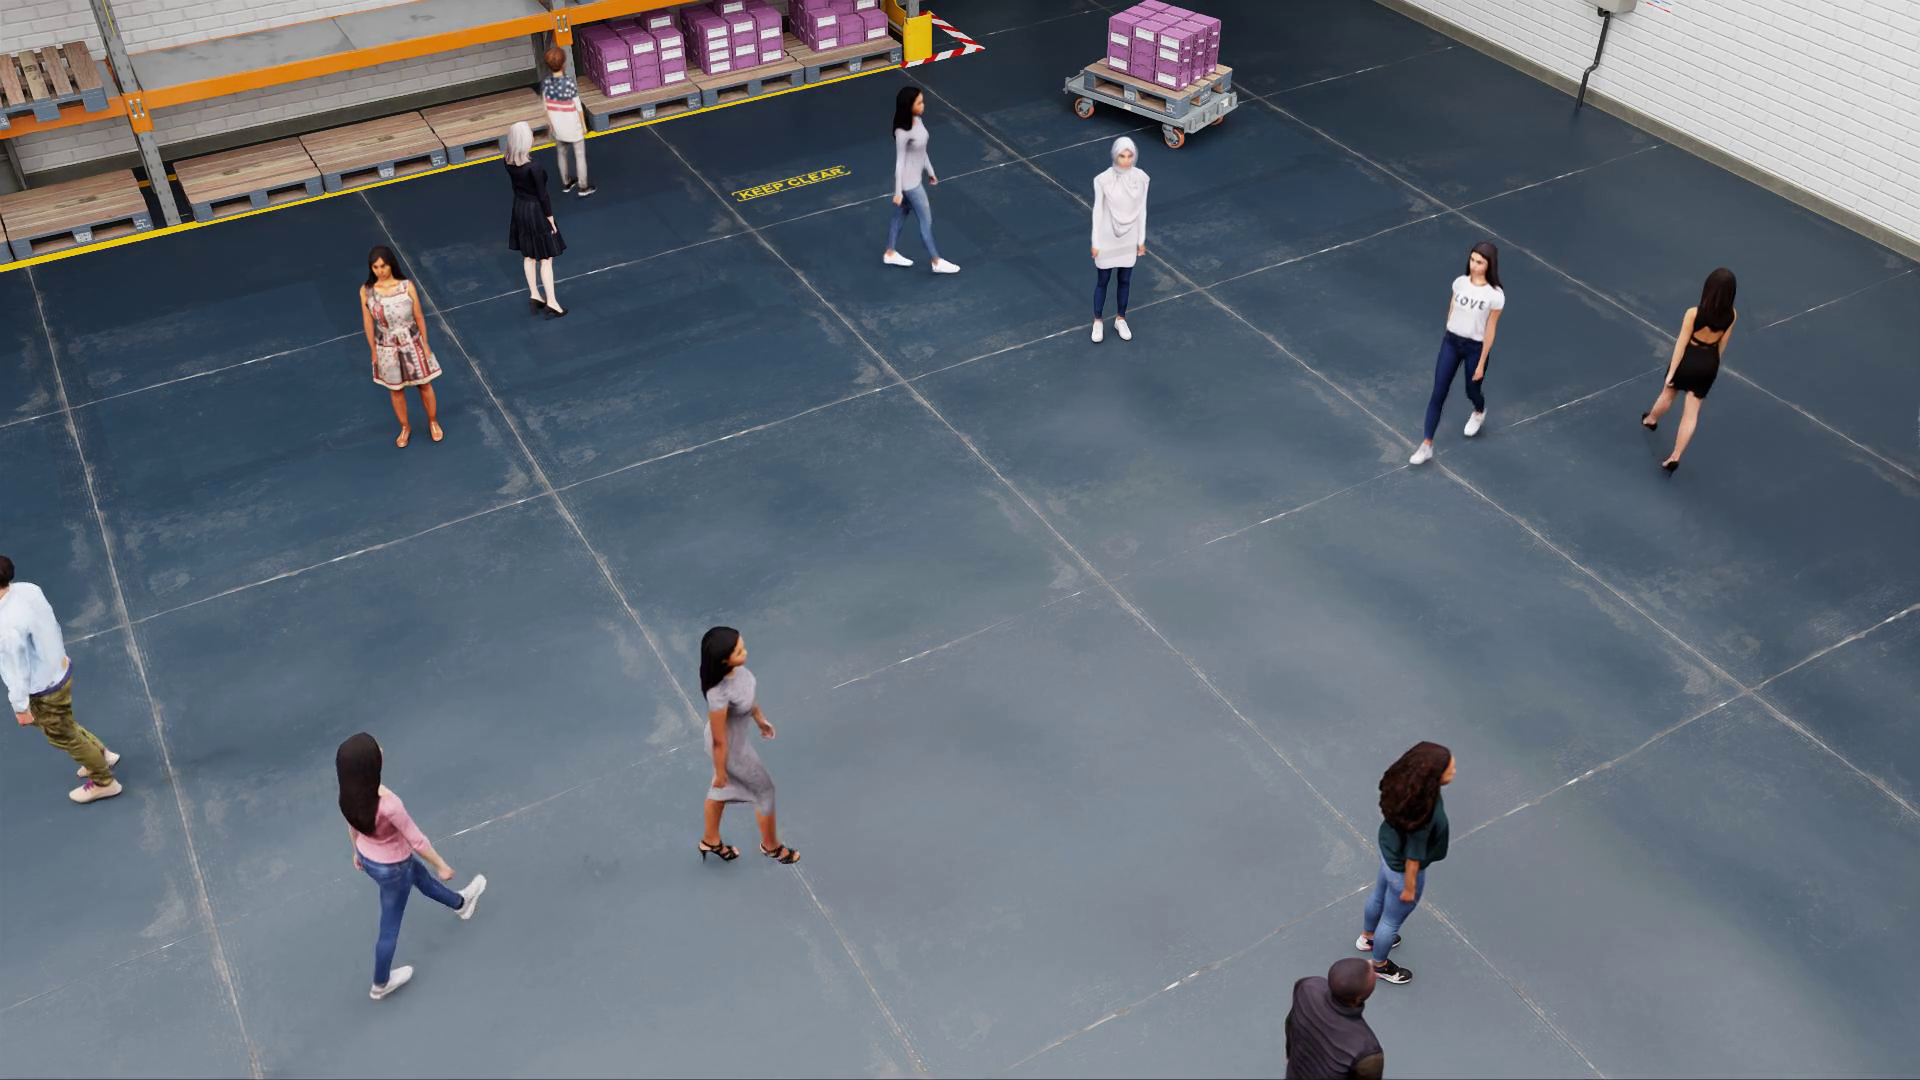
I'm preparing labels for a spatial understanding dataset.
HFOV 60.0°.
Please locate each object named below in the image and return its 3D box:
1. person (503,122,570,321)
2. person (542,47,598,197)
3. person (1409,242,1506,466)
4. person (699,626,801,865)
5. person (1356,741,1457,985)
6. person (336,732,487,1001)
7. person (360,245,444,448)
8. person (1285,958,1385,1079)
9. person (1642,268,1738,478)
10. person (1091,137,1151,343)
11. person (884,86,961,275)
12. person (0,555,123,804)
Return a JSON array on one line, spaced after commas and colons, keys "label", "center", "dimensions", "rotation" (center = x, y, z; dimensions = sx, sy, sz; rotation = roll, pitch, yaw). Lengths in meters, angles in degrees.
[{"label": "person", "center": [-3.574, -2.679, 13.968], "dimensions": [0.702, 1.742, 0.702], "rotation": [24, 44, 27]}, {"label": "person", "center": [-3.755, -3.993, 15.854], "dimensions": [0.620, 1.440, 0.681], "rotation": [9, 39, 11]}, {"label": "person", "center": [3.817, -1.413, 12.380], "dimensions": [0.843, 1.743, 1.198], "rotation": [29, 47, 31]}, {"label": "person", "center": [-1.354, 1.166, 9.138], "dimensions": [0.894, 1.759, 0.749], "rotation": [-5, 39, -6]}, {"label": "person", "center": [2.305, 1.655, 8.641], "dimensions": [0.738, 1.616, 0.703], "rotation": [1, 39, 1]}, {"label": "person", "center": [-2.985, 1.706, 8.504], "dimensions": [0.909, 1.708, 1.170], "rotation": [24, 45, 27]}, {"label": "person", "center": [-4.218, -1.475, 12.537], "dimensions": [0.560, 1.645, 0.760], "rotation": [-10, 40, -12]}, {"label": "person", "center": [1.623, 2.474, 7.439], "dimensions": [0.540, 1.835, 0.682], "rotation": [-20, 43, -23]}, {"label": "person", "center": [5.403, -1.179, 12.192], "dimensions": [1.001, 1.613, 0.968], "rotation": [2, 39, 3]}, {"label": "person", "center": [1.294, -2.473, 13.682], "dimensions": [0.597, 1.776, 0.740], "rotation": [-5, 39, -6]}, {"label": "person", "center": [-0.536, -3.148, 14.580], "dimensions": [1.065, 1.710, 0.999], "rotation": [8, 39, 10]}, {"label": "person", "center": [-5.172, 0.802, 9.564], "dimensions": [0.717, 1.796, 0.748], "rotation": [-11, 40, -14]}]
